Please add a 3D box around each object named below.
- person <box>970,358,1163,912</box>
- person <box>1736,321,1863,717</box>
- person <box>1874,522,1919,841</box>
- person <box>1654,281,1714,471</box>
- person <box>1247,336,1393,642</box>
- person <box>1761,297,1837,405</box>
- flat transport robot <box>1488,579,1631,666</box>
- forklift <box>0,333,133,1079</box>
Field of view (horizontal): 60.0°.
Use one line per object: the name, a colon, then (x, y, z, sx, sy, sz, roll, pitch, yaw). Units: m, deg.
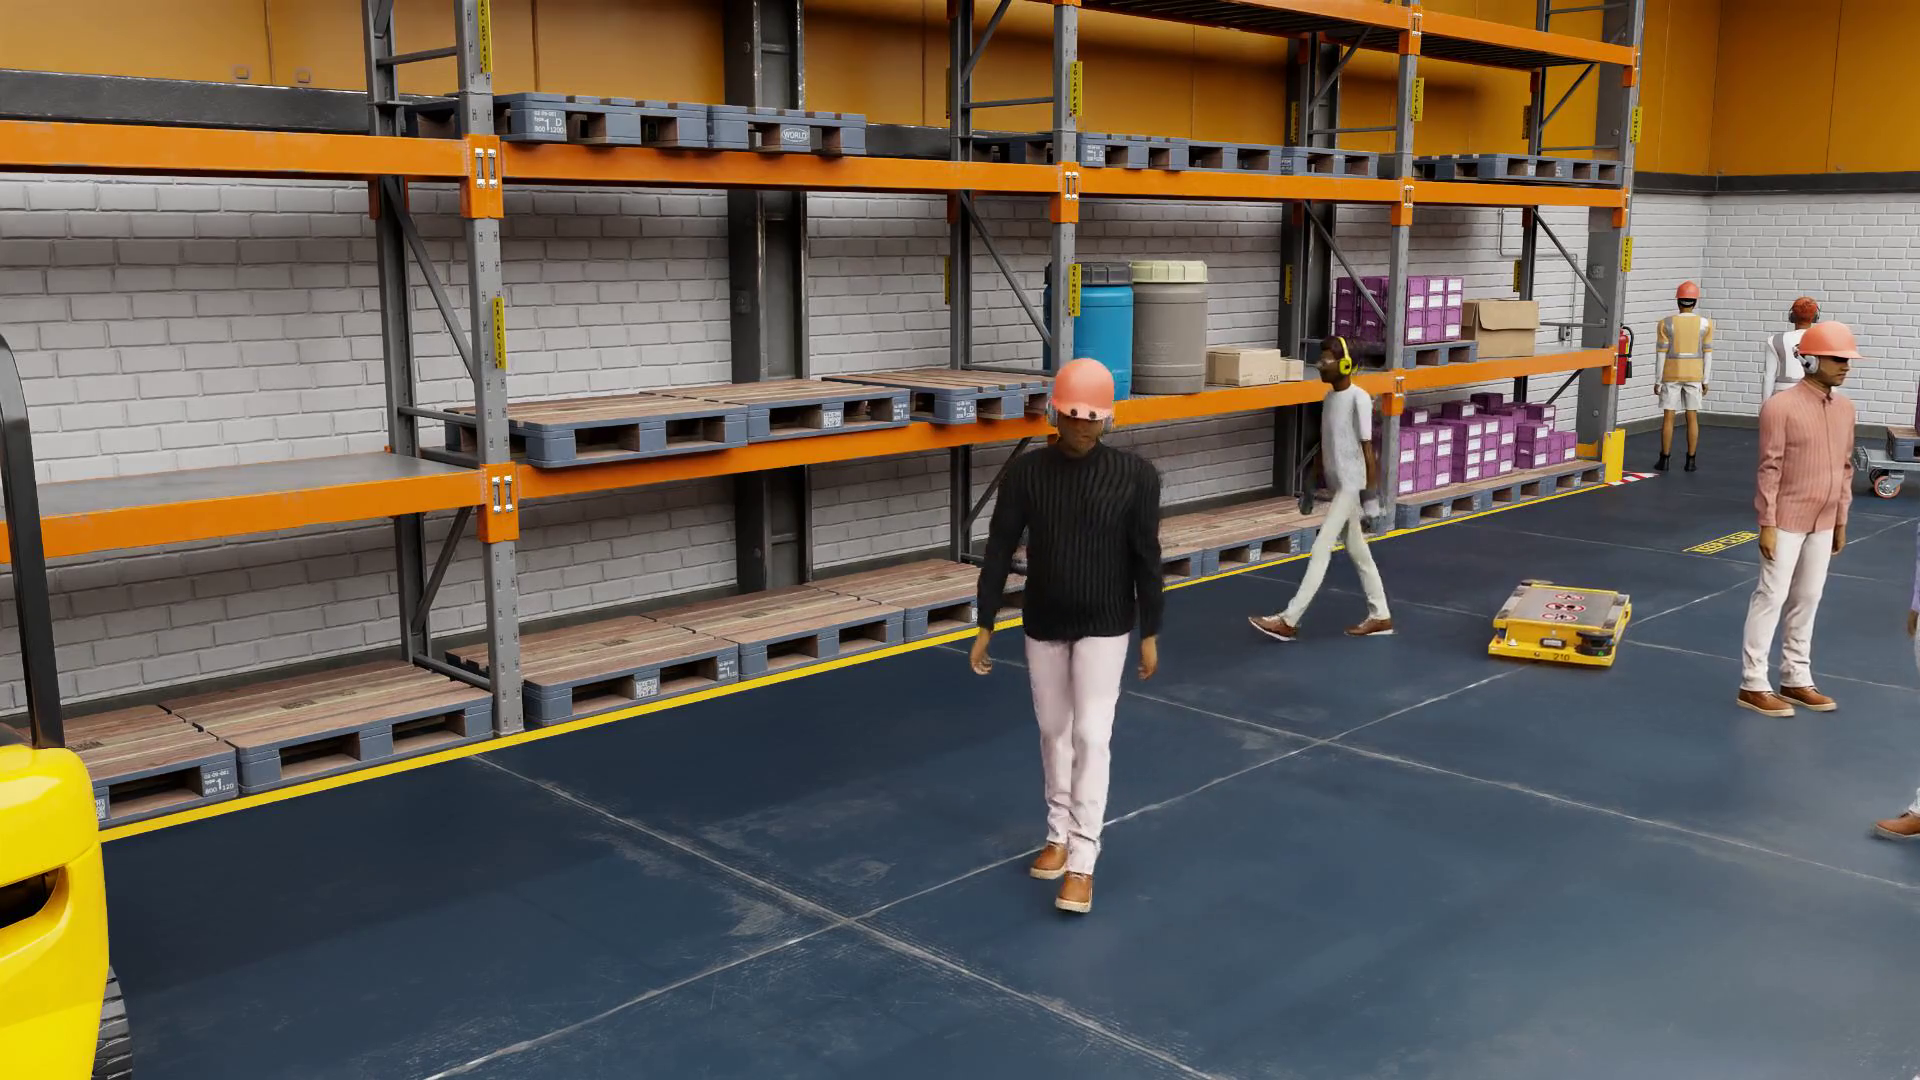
person: (0.362, 0.341, 5.985, 0.657, 1.963, 0.792, 4, 11, 19)
person: (4.248, -0.103, 8.367, 0.617, 1.990, 0.400, -4, 11, -23)
person: (3.879, 0.287, 6.359, 0.352, 1.937, 0.635, -1, 10, -7)
person: (7.374, -1.664, 16.998, 0.544, 1.939, 0.355, 3, 11, 14)
person: (2.185, -0.293, 9.852, 0.988, 1.815, 0.569, -2, 11, -9)
person: (7.167, -1.131, 14.240, 0.574, 1.885, 0.355, 5, 11, 23)
flat transport robot: (3.590, 0.474, 9.888, 0.652, 0.197, 1.431, 5, 12, 25)
forklift: (-3.289, 0.485, 4.582, 1.214, 2.155, 2.313, -10, 14, -44)
